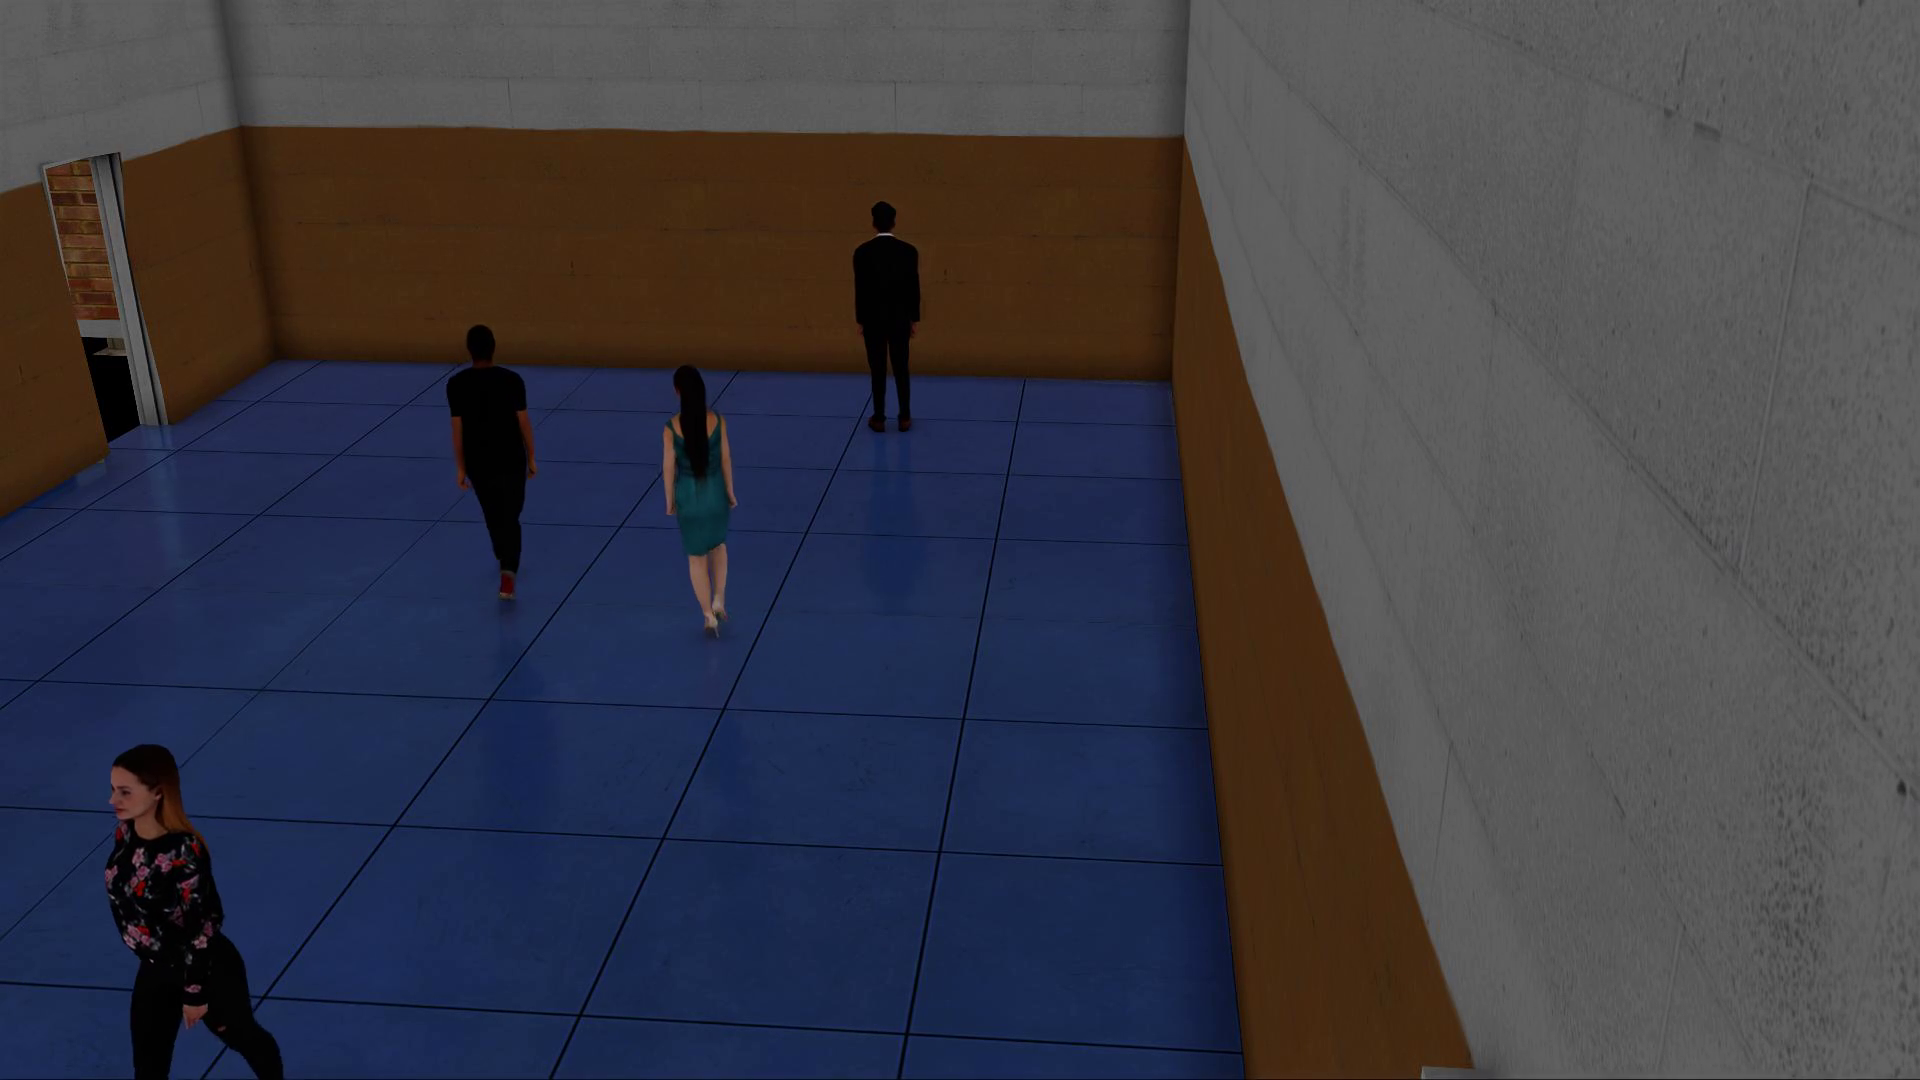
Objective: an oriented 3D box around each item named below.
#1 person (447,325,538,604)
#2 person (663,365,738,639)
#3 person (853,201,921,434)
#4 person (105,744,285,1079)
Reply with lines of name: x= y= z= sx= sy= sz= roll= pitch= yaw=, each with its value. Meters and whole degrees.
person: x=-2.886 y=-0.441 z=10.315 sx=1.151 sy=1.732 sz=0.867 roll=-3 pitch=22 yaw=-7
person: x=-1.503 y=-0.181 z=9.748 sx=0.626 sy=1.672 sz=0.724 roll=-8 pitch=23 yaw=-18
person: x=-0.597 y=-1.806 z=13.509 sx=0.599 sy=1.883 sz=0.809 roll=-4 pitch=22 yaw=-10
person: x=-2.598 y=1.439 z=5.754 sx=1.045 sy=1.643 sz=0.920 roll=11 pitch=24 yaw=25
